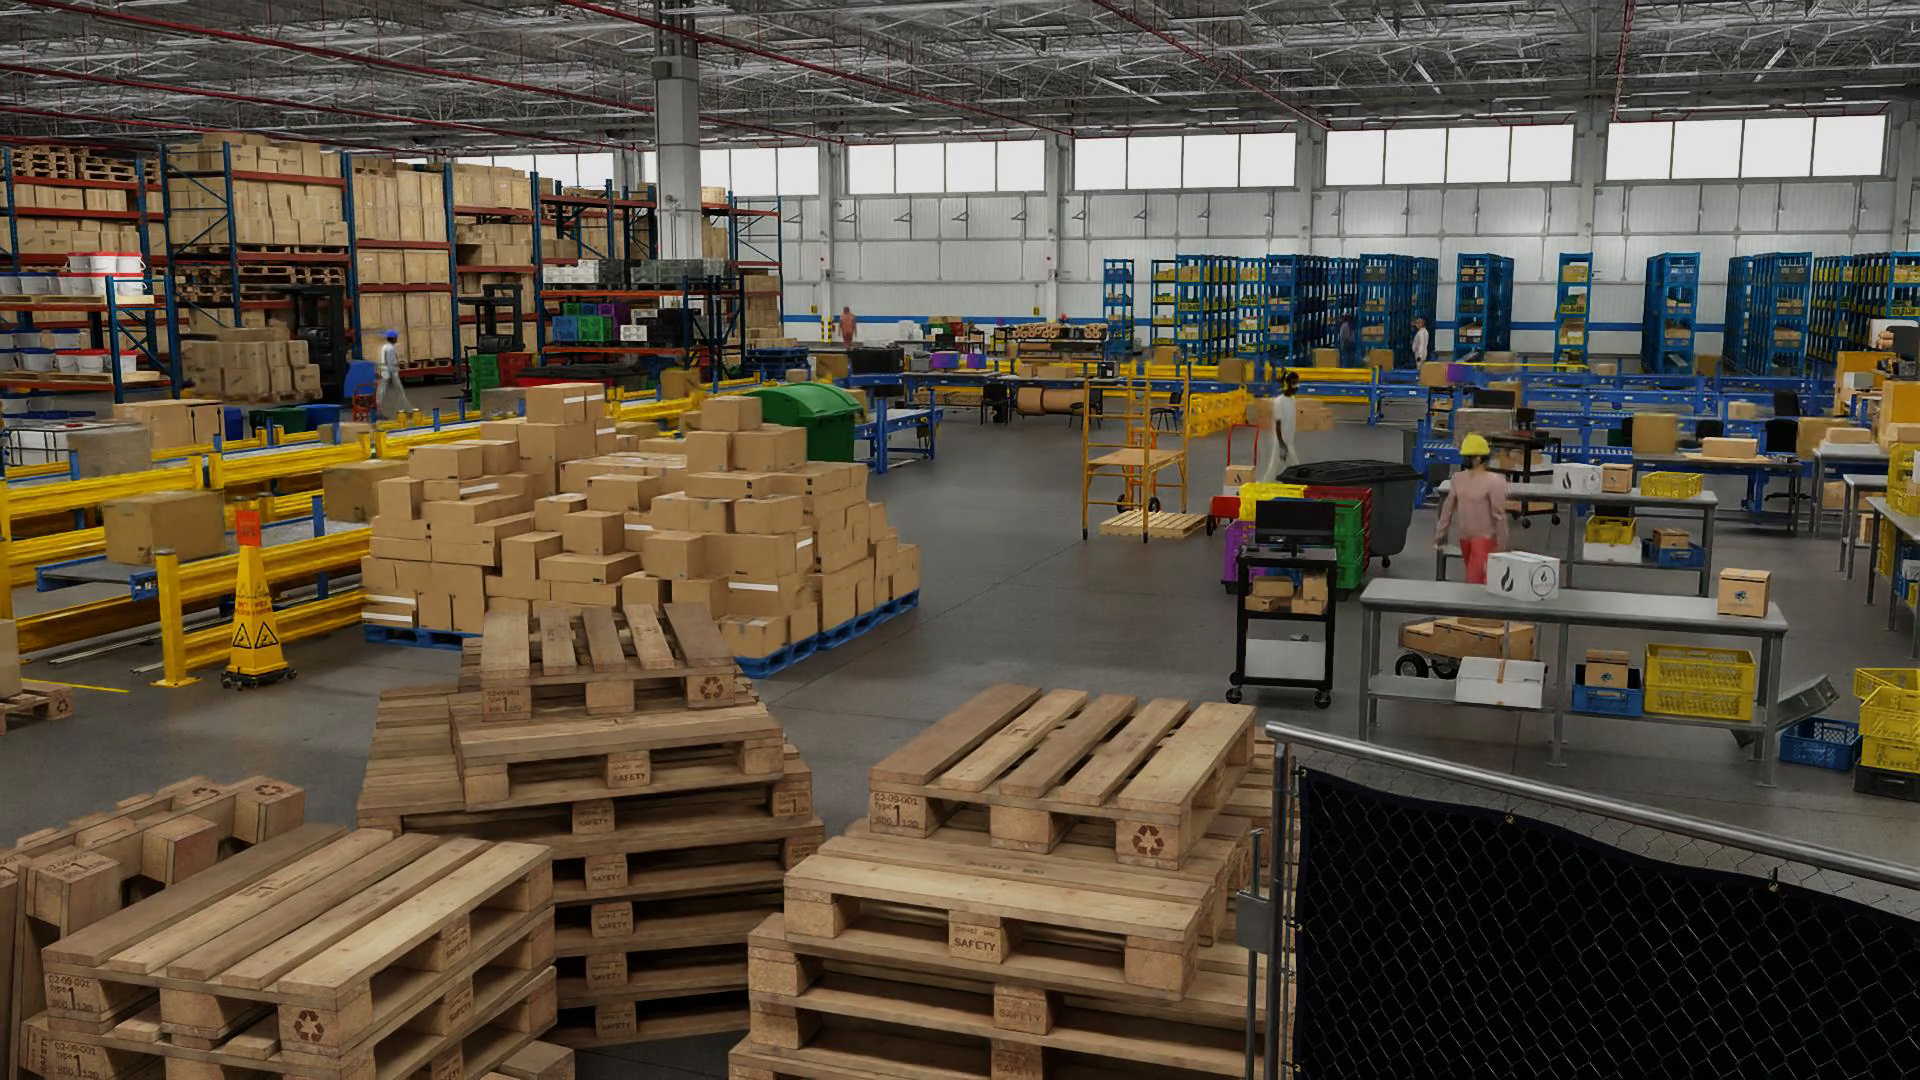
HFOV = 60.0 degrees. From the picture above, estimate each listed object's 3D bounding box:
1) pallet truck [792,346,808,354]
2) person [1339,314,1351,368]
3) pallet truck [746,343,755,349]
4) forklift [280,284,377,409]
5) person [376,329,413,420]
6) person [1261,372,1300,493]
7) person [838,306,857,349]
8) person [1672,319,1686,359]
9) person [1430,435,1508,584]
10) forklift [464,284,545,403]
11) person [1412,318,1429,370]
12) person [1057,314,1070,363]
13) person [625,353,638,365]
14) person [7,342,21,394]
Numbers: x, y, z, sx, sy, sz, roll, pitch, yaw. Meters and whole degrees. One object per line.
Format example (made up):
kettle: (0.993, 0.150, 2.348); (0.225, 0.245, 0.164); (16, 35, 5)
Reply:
pallet truck: (-3.705, -4.298, 42.022); (0.653, 1.274, 1.630); (3, 10, 20)
person: (11.942, -6.115, 51.779); (0.458, 1.826, 0.590); (0, 9, 1)
pallet truck: (-6.183, -4.618, 44.264); (1.601, 1.201, 0.680); (-9, 12, -43)
forklift: (-14.101, -4.298, 37.076); (1.129, 2.768, 1.873); (4, 10, 23)
person: (-11.875, -3.473, 34.946); (0.986, 1.891, 0.618); (-6, 11, -35)
person: (4.149, -1.191, 20.887); (0.975, 1.817, 0.570); (7, 11, 37)
person: (-4.214, -7.695, 61.554); (0.674, 1.868, 0.907); (-4, 10, -22)
person: (24.842, -7.053, 57.767); (0.830, 1.807, 0.600); (2, 9, 11)
person: (4.223, -0.008, 13.764); (0.884, 1.725, 0.538); (-5, 10, -28)
forklift: (-10.832, -4.702, 39.610); (1.129, 2.768, 1.873); (3, 10, 20)
person: (12.036, -4.843, 43.546); (0.401, 1.907, 0.648); (4, 10, 21)
person: (3.444, -6.682, 55.624); (0.401, 1.736, 0.568); (-3, 9, -16)
person: (-10.076, -5.951, 50.851); (0.464, 1.802, 0.599); (6, 11, 33)
person: (-19.891, -3.328, 34.754); (0.761, 1.673, 0.531); (-2, 9, -15)
